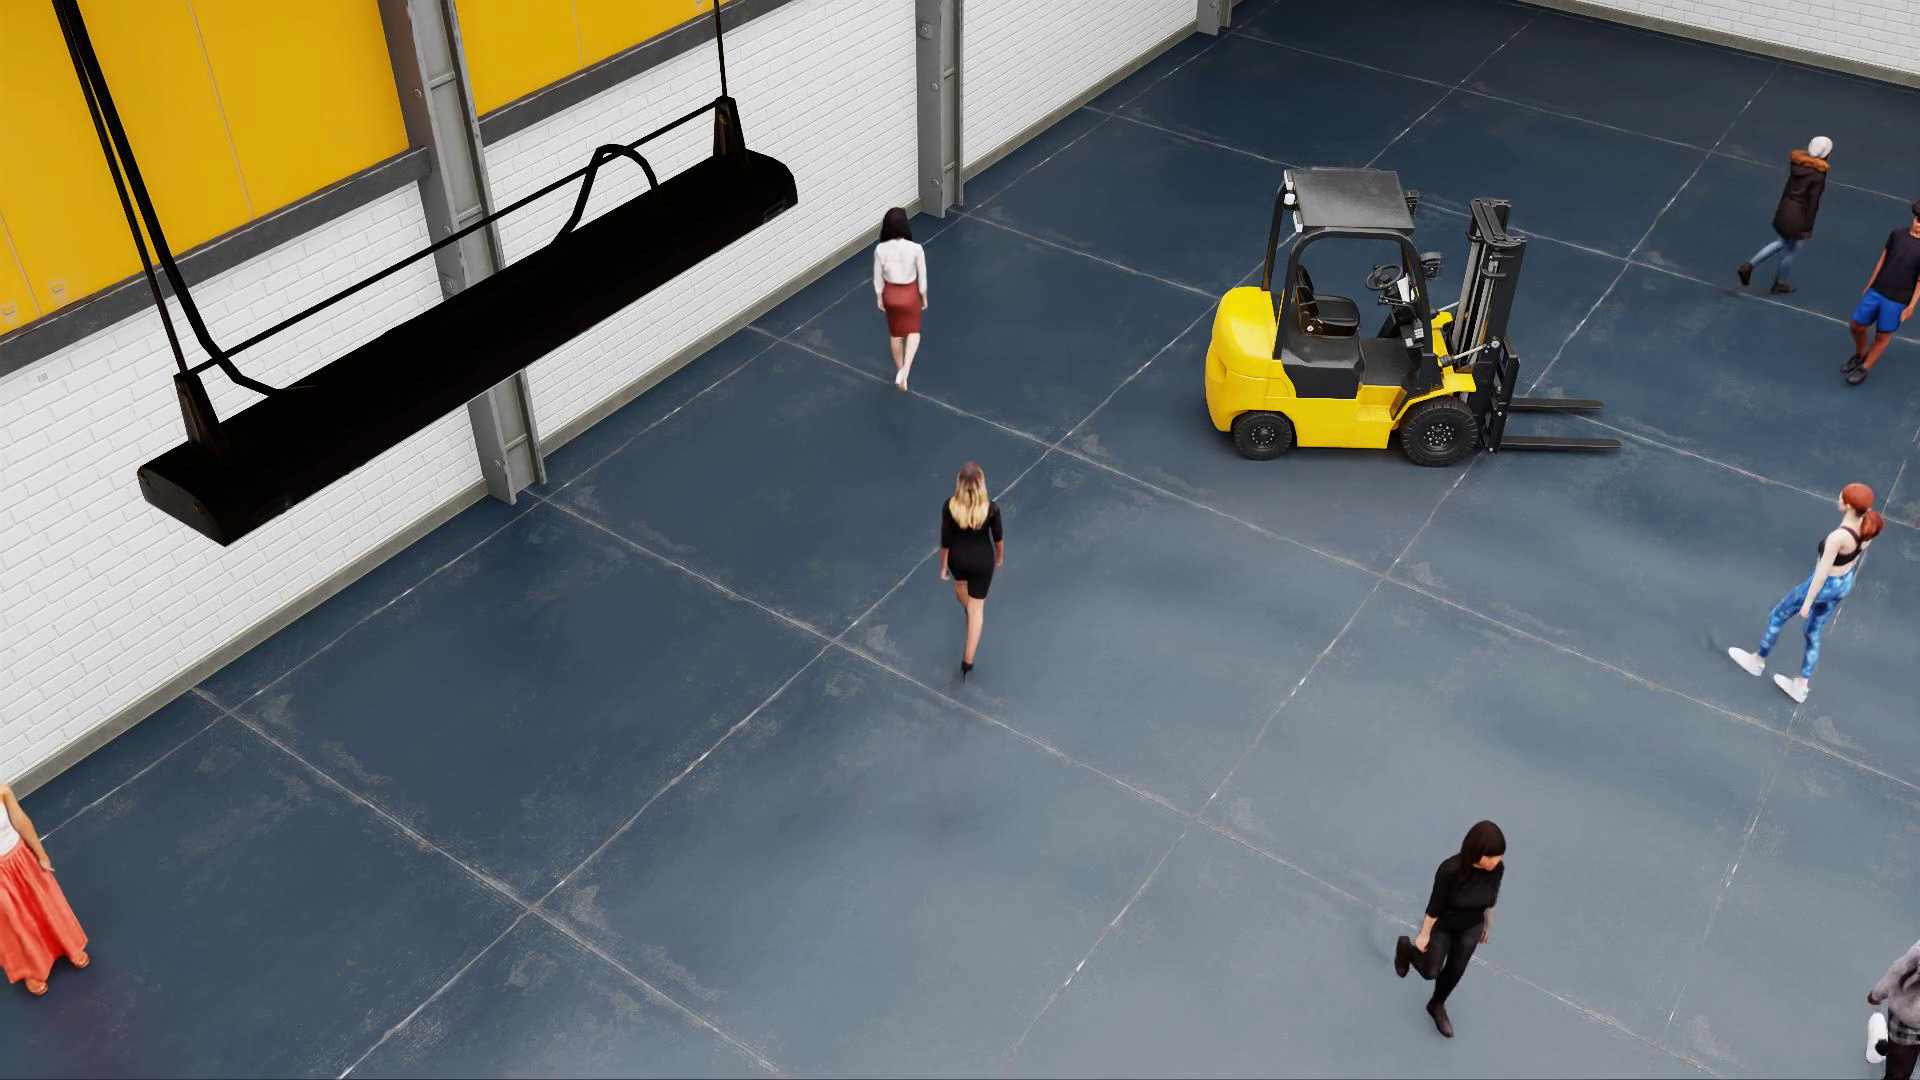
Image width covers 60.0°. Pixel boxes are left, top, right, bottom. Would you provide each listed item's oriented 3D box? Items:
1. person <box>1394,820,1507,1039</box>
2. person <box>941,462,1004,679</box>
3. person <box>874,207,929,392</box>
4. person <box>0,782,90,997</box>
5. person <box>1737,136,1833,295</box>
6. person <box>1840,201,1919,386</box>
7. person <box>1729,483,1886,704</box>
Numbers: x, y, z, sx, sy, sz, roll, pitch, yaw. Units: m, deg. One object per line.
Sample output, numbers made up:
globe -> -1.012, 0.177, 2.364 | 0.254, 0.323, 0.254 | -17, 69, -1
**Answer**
person -> 2.695, 2.071, 9.213 | 0.837, 1.629, 0.896 | -6, 39, -8
person -> 0.071, 0.239, 11.512 | 0.899, 1.622, 1.131 | 4, 39, 5
person -> -0.507, -1.985, 14.204 | 0.823, 1.738, 0.919 | 2, 39, 3
person -> -5.387, 1.853, 9.349 | 0.704, 1.799, 0.553 | 29, 47, 32
person -> 7.768, -3.018, 15.592 | 0.973, 1.620, 0.909 | -7, 39, -8
person -> 8.116, -2.169, 14.394 | 0.732, 1.788, 0.731 | -23, 44, -26
person -> 5.803, 0.349, 11.257 | 0.884, 1.768, 0.882 | -16, 41, -19
